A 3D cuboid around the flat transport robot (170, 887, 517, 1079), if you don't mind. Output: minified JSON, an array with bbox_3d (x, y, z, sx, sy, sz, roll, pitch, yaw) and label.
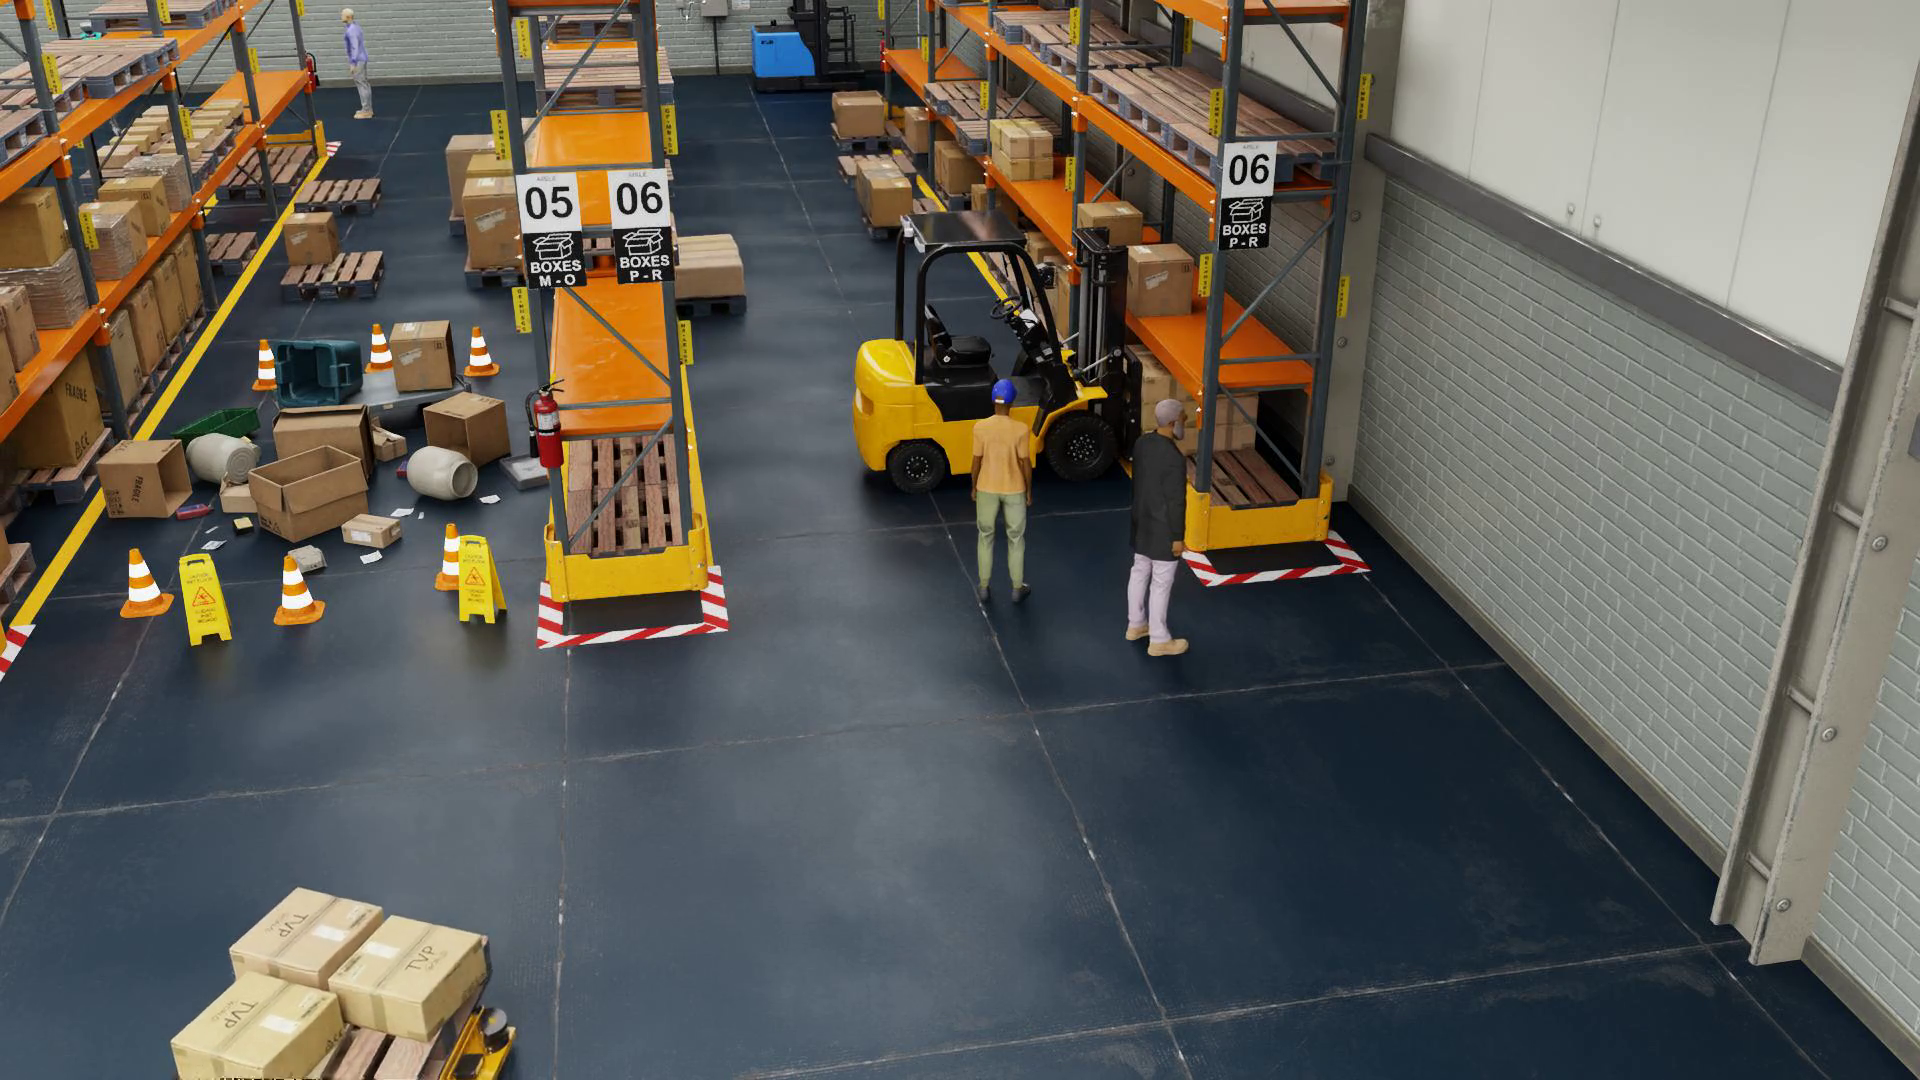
[{"bbox_3d":[-2.924,2.499,7.924,1.431,0.231,0.659,2,26,4],"label":"flat transport robot"}]

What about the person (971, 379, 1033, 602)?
[{"bbox_3d":[0.308,-0.370,12.226,0.458,1.717,0.368,4,26,8],"label":"person"}]

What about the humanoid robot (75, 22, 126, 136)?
[{"bbox_3d":[-13.848,-7.388,26.948,0.546,1.893,0.771,-20,32,-36],"label":"humanoid robot"}]

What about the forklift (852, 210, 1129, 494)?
[{"bbox_3d":[0.216,-1.659,14.366,2.313,2.155,1.214,-5,26,-10],"label":"forklift"}]

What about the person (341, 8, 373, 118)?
[{"bbox_3d":[-10.193,-8.071,28.170,0.395,1.800,0.592,-4,26,-7],"label":"person"}]

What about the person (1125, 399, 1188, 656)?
[{"bbox_3d":[1.368,-0.095,11.493,0.409,1.855,0.536,-12,28,-24],"label":"person"}]

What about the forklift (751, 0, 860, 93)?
[{"bbox_3d":[-2.872,-9.679,30.288,1.873,2.768,1.129,-5,26,-10],"label":"forklift"}]
